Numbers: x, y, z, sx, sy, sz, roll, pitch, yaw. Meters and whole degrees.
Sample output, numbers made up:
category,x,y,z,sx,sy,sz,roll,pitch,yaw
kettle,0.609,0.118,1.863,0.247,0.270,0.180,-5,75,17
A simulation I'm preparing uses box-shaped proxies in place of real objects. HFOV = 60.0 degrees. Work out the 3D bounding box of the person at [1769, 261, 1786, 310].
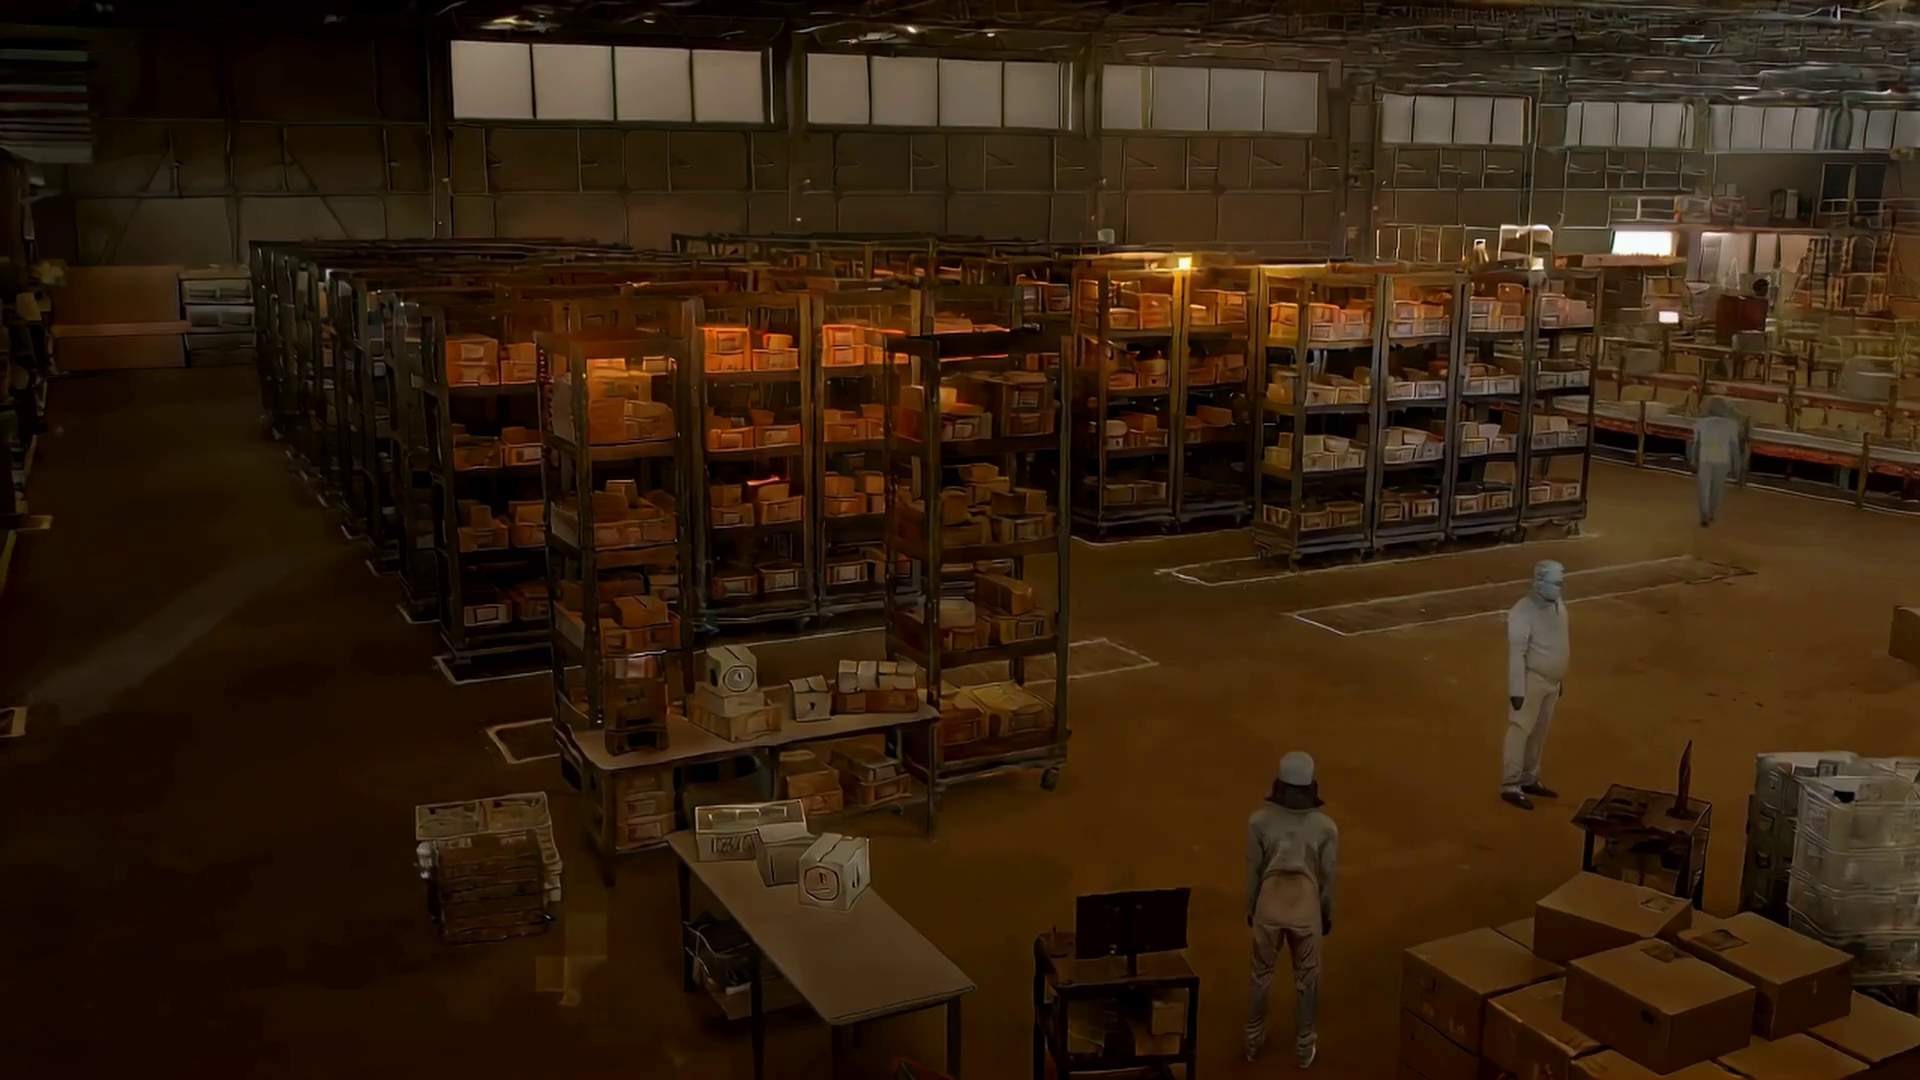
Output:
category,x,y,z,sx,sy,sz,roll,pitch,yaw
person,30.979,-9.610,62.880,0.601,1.847,0.846,-4,13,-19

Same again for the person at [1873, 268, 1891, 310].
category,x,y,z,sx,sy,sz,roll,pitch,yaw
person,33.122,-8.898,59.778,0.518,1.756,0.348,8,14,32

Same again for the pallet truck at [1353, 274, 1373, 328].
category,x,y,z,sx,sy,sz,roll,pitch,yaw
pallet truck,13.011,-8.050,55.243,0.823,1.965,1.885,-7,14,-28

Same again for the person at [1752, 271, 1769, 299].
category,x,y,z,sx,sy,sz,roll,pitch,yaw
person,26.687,-8.043,55.523,0.514,1.866,0.332,5,13,22

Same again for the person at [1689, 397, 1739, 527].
category,x,y,z,sx,sy,sz,roll,pitch,yaw
person,10.482,-1.089,23.160,0.591,1.806,0.866,4,13,18

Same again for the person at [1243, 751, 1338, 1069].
category,x,y,z,sx,sy,sz,roll,pitch,yaw
person,1.770,1.979,8.959,0.485,1.735,0.346,2,12,12

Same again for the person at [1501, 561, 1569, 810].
category,x,y,z,sx,sy,sz,roll,pitch,yaw
person,4.428,1.089,12.710,0.645,1.907,0.400,-10,16,-40
